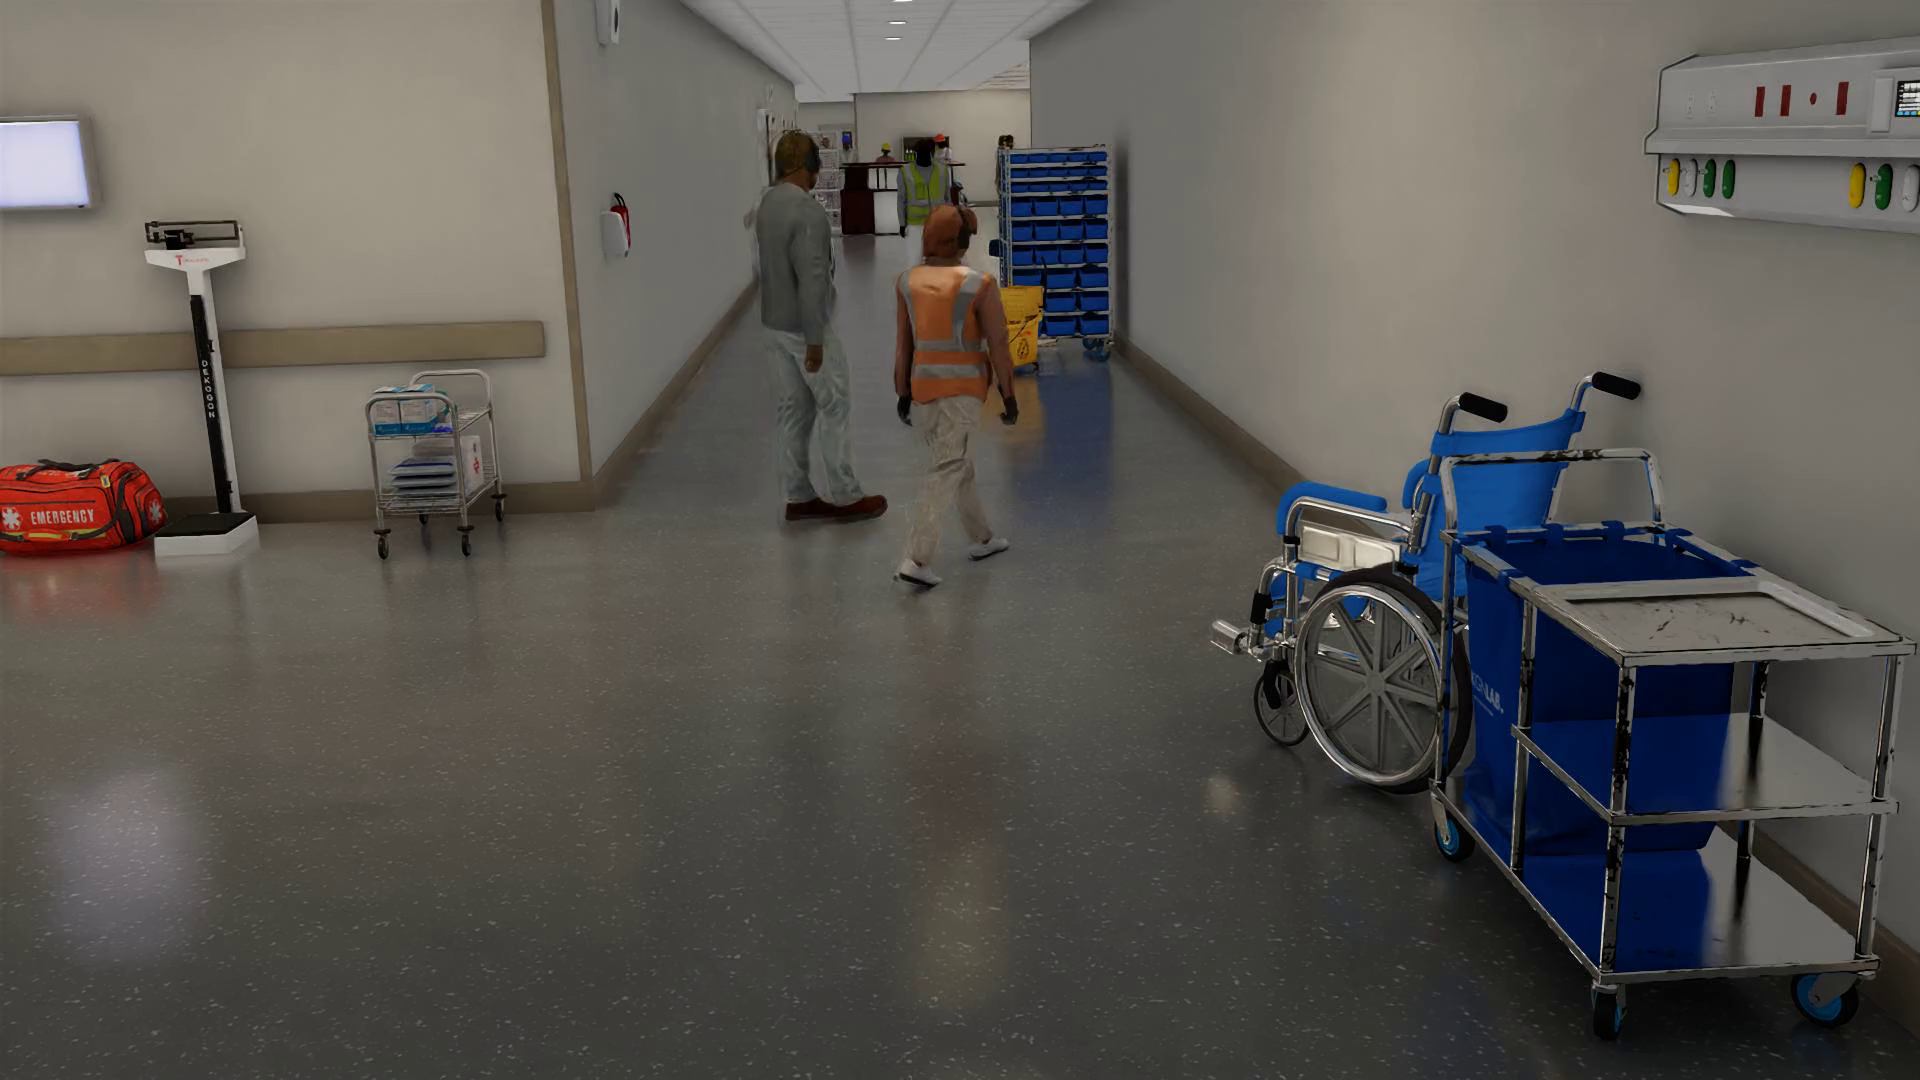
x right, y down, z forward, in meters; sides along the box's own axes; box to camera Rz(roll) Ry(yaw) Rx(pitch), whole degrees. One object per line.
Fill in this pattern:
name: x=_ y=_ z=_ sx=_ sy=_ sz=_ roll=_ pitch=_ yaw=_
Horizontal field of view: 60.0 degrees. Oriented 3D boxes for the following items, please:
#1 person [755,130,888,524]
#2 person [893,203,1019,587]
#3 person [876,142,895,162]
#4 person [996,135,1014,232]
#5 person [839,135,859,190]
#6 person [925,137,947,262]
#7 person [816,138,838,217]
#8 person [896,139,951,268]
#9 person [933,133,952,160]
person: x=-0.655 y=-1.037 z=8.209 sx=0.654 sy=1.920 sz=0.652 roll=-9 pitch=15 yaw=-27
person: x=-0.037 y=-0.620 z=7.073 sx=0.534 sy=1.593 sz=0.871 roll=8 pitch=17 yaw=36
person: x=-1.688 y=-8.265 z=38.332 sx=0.533 sy=1.765 sz=0.322 roll=-11 pitch=17 yaw=-35
person: x=0.895 y=-6.915 z=32.287 sx=0.363 sy=1.854 sz=0.526 roll=7 pitch=16 yaw=33
person: x=-2.789 y=-9.071 z=41.388 sx=0.606 sy=1.947 sz=0.406 roll=-2 pitch=14 yaw=-2
person: x=-0.402 y=-5.100 z=24.980 sx=0.545 sy=1.856 sz=0.522 roll=-6 pitch=14 yaw=-16
person: x=-3.243 y=-8.808 z=40.446 sx=0.652 sy=1.906 sz=0.402 roll=-8 pitch=15 yaw=-23
person: x=-0.388 y=-3.572 z=18.729 sx=0.634 sy=1.842 sz=0.429 roll=-5 pitch=14 yaw=-13
person: x=-0.445 y=-8.923 z=40.546 sx=0.545 sy=1.929 sz=0.390 roll=5 pitch=15 yaw=27
